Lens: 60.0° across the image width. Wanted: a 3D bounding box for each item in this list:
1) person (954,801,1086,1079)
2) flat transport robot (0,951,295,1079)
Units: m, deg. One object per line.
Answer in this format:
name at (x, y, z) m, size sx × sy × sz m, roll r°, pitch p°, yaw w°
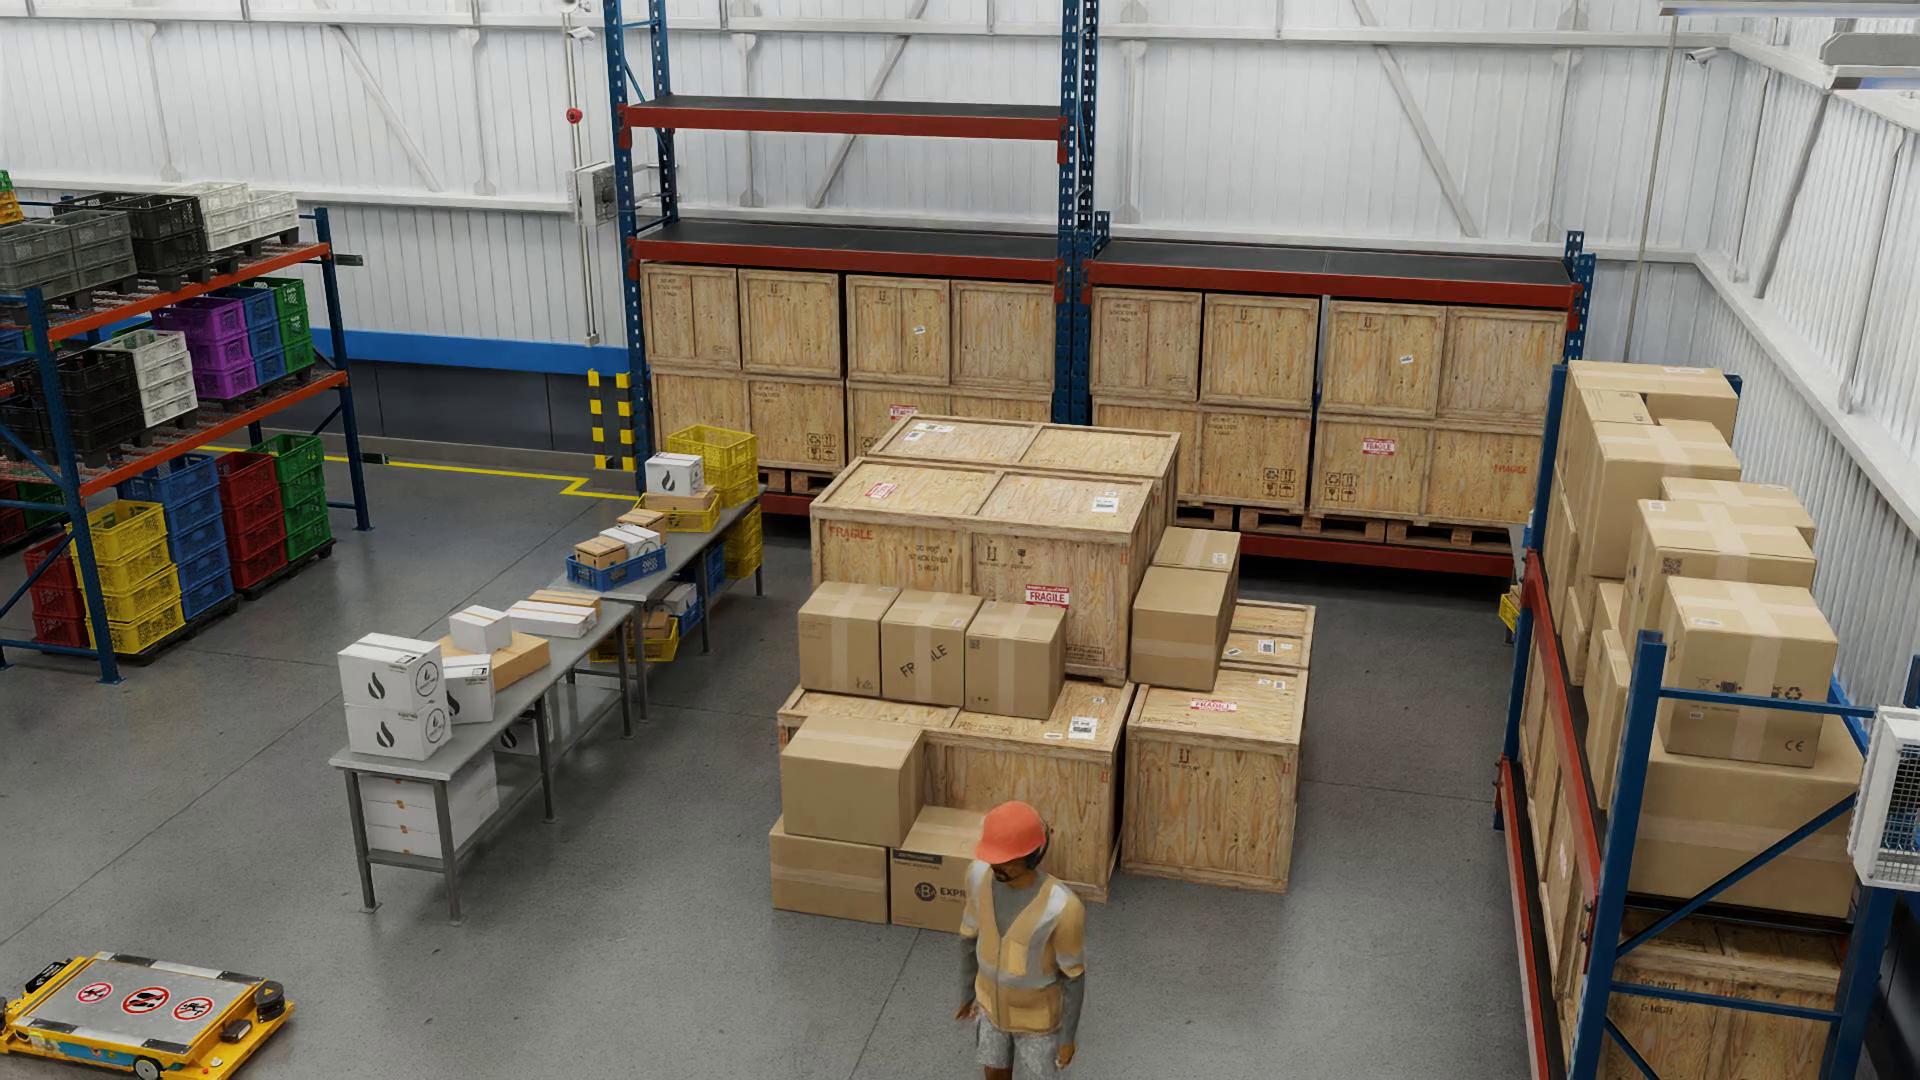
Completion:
person at (0.235, 2.040, 7.229) m, size 0.613 × 2.040 × 0.389 m, roll 15°, pitch 26°, yaw 34°
flat transport robot at (-4.270, 2.464, 8.601) m, size 1.431 × 0.231 × 0.659 m, roll 5°, pitch 22°, yaw 13°
